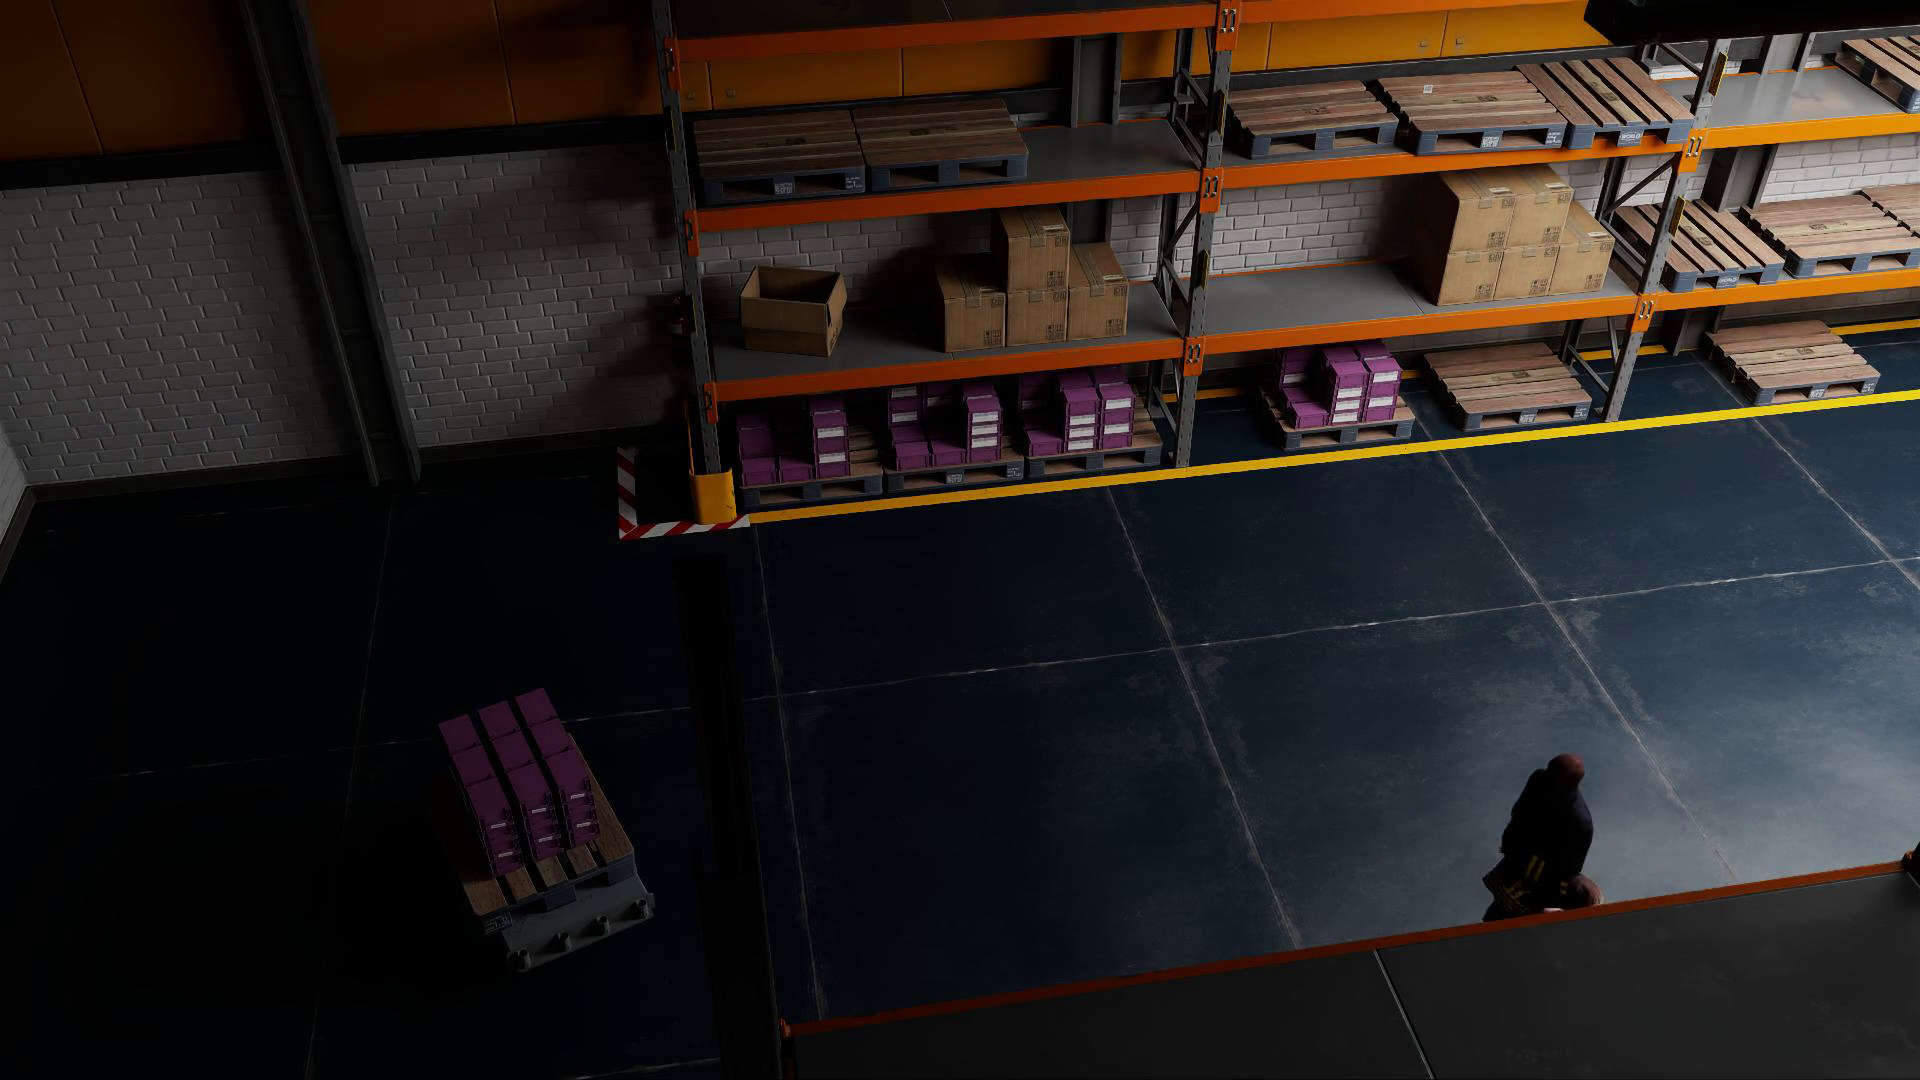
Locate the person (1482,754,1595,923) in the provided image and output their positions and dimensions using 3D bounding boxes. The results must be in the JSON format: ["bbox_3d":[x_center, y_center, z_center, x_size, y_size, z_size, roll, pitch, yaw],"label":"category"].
[{"bbox_3d":[3.499,1.903,9.813,1.172,1.790,0.779,-4,39,-5],"label":"person"}]

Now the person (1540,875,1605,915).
[{"bbox_3d":[3.302,2.460,9.223,0.843,1.657,0.784,-31,48,-33],"label":"person"}]
